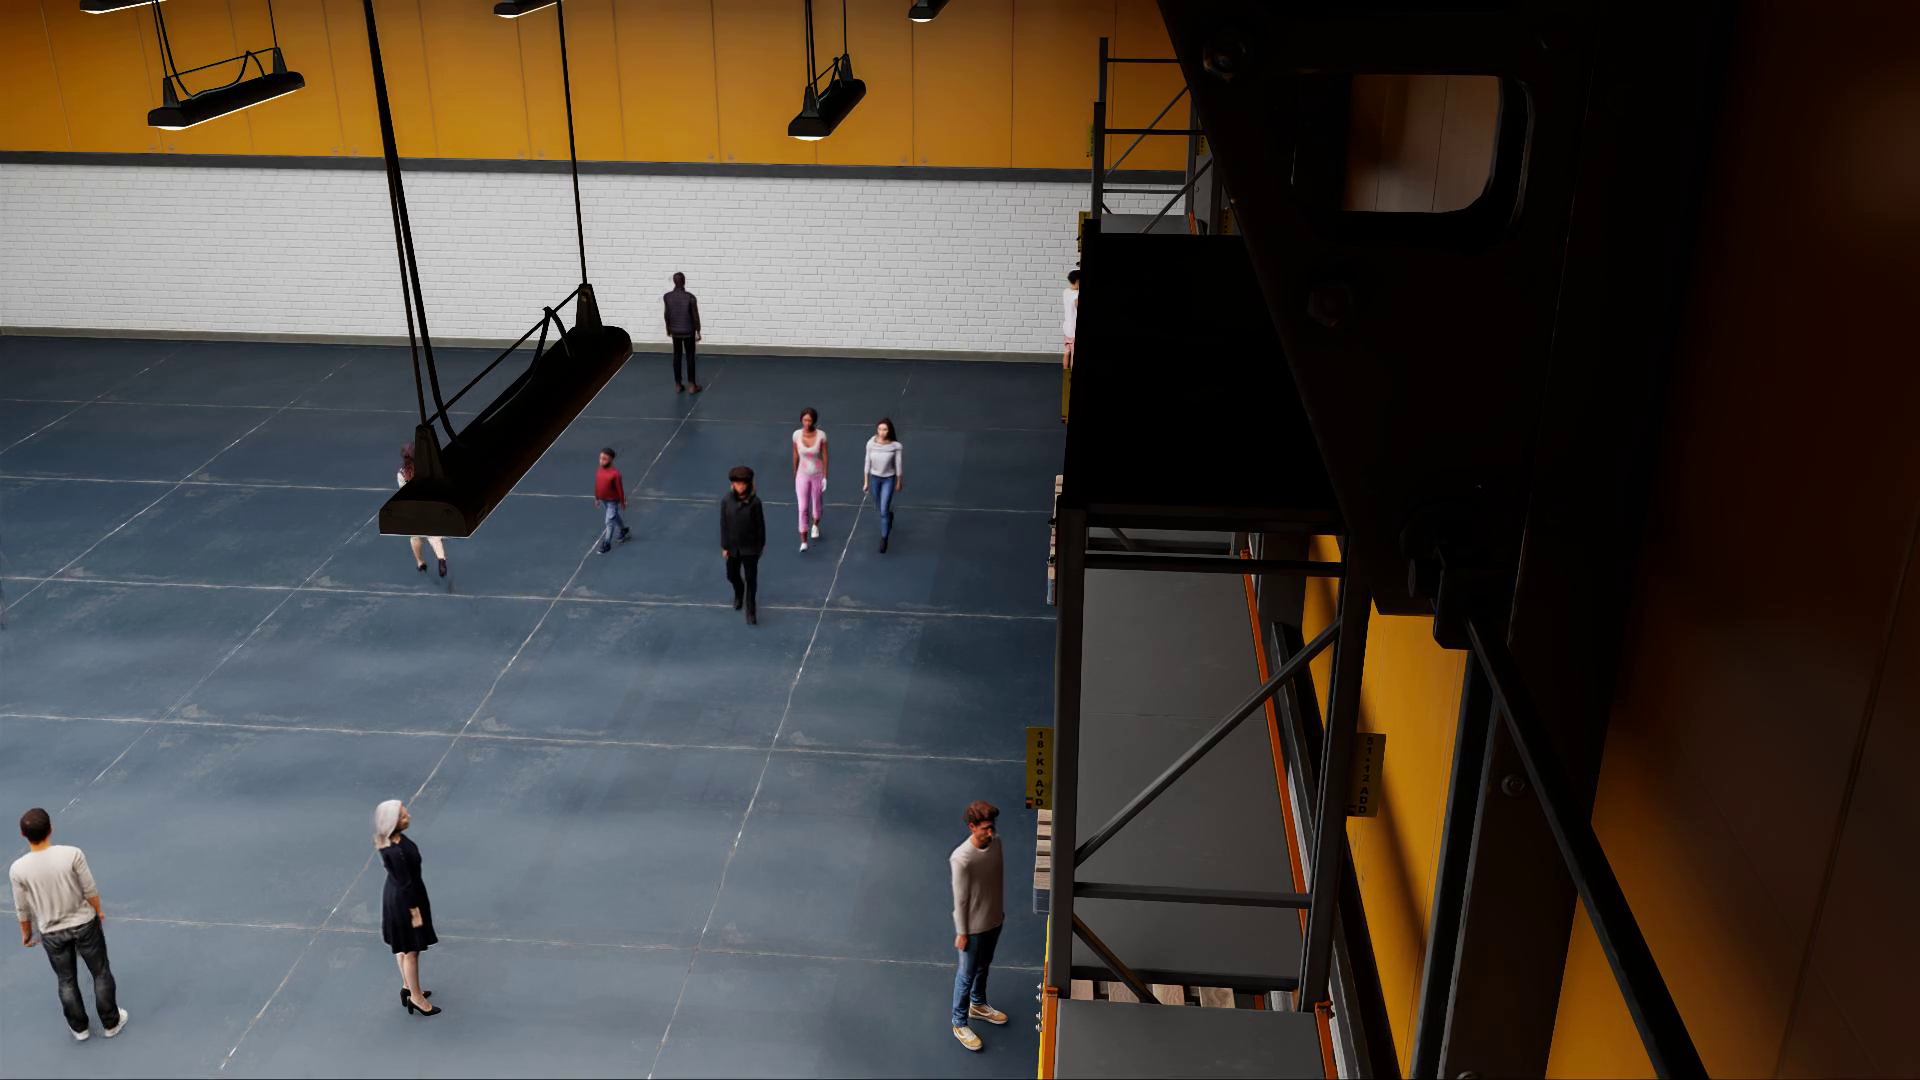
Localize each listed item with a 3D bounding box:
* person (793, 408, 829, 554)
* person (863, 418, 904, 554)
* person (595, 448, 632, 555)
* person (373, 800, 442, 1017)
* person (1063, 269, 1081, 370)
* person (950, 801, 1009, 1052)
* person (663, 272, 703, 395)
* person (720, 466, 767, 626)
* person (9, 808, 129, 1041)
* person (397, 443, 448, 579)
[{"bbox_3d":[-1.734,-0.743,19.590,0.635,1.694,1.146,0,24,0],"label":"person"},{"bbox_3d":[-0.888,-0.697,19.597,0.777,1.604,1.081,8,25,18],"label":"person"},{"bbox_3d":[-4.086,-0.510,19.624,0.764,1.240,0.959,14,27,29],"label":"person"},{"bbox_3d":[-3.950,2.605,11.867,0.764,1.746,0.679,-13,27,-28],"label":"person"},{"bbox_3d":[1.707,-3.192,25.070,0.790,1.791,0.686,-11,26,-24],"label":"person"},{"bbox_3d":[0.124,2.637,11.599,0.816,1.902,0.686,15,28,31],"label":"person"},{"bbox_3d":[-4.141,-3.097,24.800,0.731,1.835,0.607,5,24,12],"label":"person"},{"bbox_3d":[-2.326,0.016,17.765,0.700,1.766,0.830,-2,24,-4],"label":"person"},{"bbox_3d":[-6.218,2.700,11.592,0.795,1.792,0.802,-9,25,-20],"label":"person"},{"bbox_3d":[-6.014,-0.291,18.637,0.960,1.629,1.034,-19,30,-36],"label":"person"}]
